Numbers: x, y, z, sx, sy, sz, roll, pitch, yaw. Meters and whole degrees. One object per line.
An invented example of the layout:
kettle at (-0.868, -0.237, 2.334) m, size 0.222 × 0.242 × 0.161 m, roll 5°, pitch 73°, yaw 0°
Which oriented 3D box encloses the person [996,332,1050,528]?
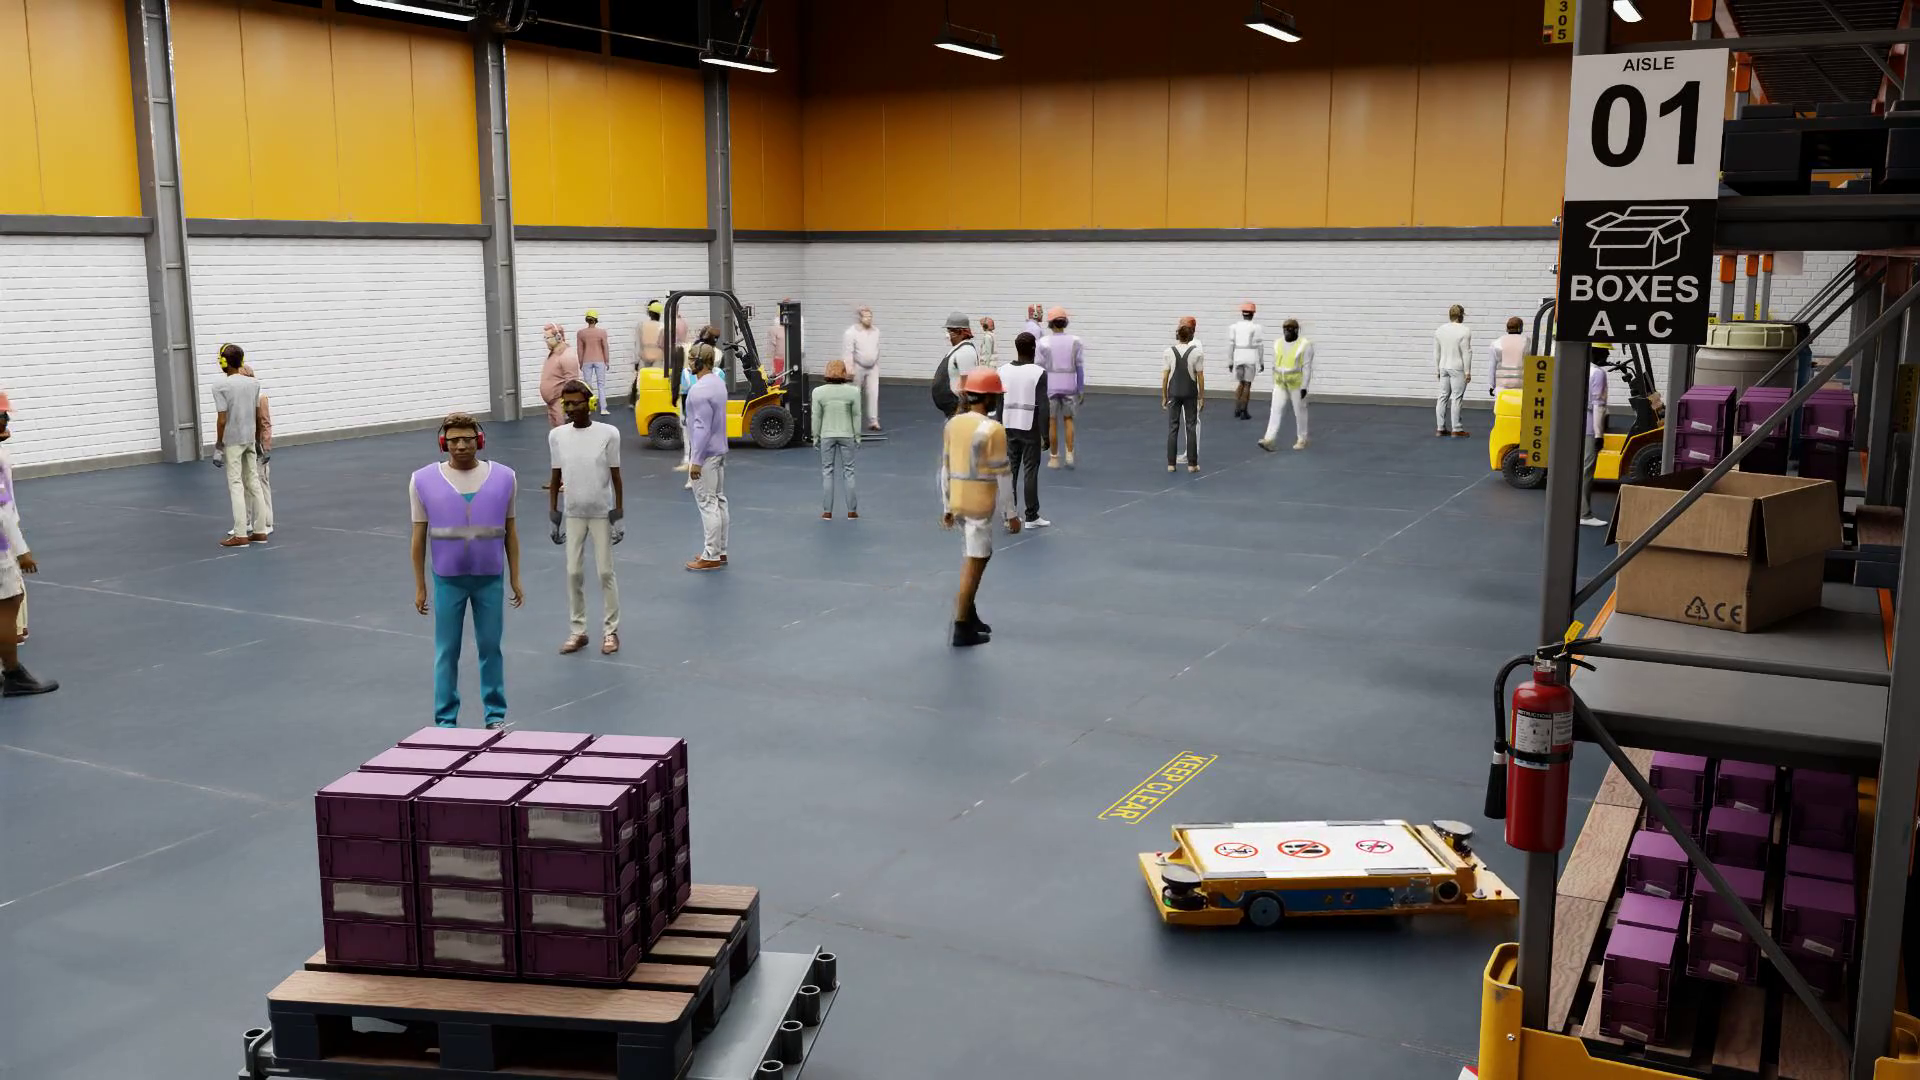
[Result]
person at (0.619, -1.073, 16.297) m, size 0.596 × 1.918 × 0.379 m, roll 7°, pitch 12°, yaw 35°

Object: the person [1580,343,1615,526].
person at (6.221, -1.104, 16.459) m, size 0.384 × 1.924 × 0.589 m, roll -1°, pitch 10°, yaw -6°

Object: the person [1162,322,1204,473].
person at (2.733, -1.742, 20.381) m, size 0.509 × 1.844 × 0.329 m, roll 3°, pitch 10°, yaw 16°

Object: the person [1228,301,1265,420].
person at (4.634, -2.898, 26.877) m, size 0.553 × 1.914 × 0.504 m, roll 7°, pitch 12°, yaw 36°

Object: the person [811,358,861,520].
person at (-1.243, -1.011, 16.762) m, size 0.501 × 1.633 × 0.281 m, roll -1°, pitch 10°, yaw -3°

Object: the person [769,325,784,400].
person at (-2.998, -3.096, 28.570) m, size 0.618 × 1.737 × 0.328 m, roll -5°, pitch 11°, yaw -27°

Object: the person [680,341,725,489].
person at (-2.920, -1.412, 18.901) m, size 0.529 × 1.695 × 0.321 m, roll 1°, pitch 10°, yaw 6°

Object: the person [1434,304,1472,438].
person at (7.203, -2.464, 24.288) m, size 0.372 × 1.940 × 0.627 m, roll -7°, pitch 12°, yaw -35°

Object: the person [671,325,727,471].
person at (-3.234, -1.742, 20.538) m, size 0.696 × 1.807 × 0.432 m, roll -4°, pitch 11°, yaw -23°

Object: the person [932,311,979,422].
person at (-0.051, -1.543, 18.662) m, size 0.536 × 2.000 × 0.672 m, roll 0°, pitch 10°, yaw -3°

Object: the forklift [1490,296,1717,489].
forklift at (7.296, -1.677, 18.993) m, size 2.313 × 2.155 × 1.214 m, roll 5°, pitch 11°, yaw 27°

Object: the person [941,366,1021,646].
person at (0.140, -0.230, 11.422) m, size 0.580 × 1.919 × 0.555 m, roll -6°, pitch 12°, yaw -33°

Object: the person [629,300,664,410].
person at (-5.343, -3.194, 28.707) m, size 0.624 × 1.890 × 1.138 m, roll 4°, pitch 11°, yaw 21°

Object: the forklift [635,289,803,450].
forklift at (-3.358, -2.392, 23.136) m, size 2.313 × 2.155 × 1.214 m, roll -1°, pitch 10°, yaw -5°

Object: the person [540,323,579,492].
person at (-4.525, -1.492, 18.767) m, size 0.401 × 1.905 × 0.643 m, roll -6°, pitch 11°, yaw -31°

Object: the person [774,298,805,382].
person at (-3.122, -3.489, 30.429) m, size 0.584 × 1.867 × 0.496 m, roll -3°, pitch 10°, yaw -18°

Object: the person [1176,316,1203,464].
person at (2.931, -1.915, 21.271) m, size 0.357 × 1.885 × 0.573 m, roll 3°, pitch 10°, yaw 19°

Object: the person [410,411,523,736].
person at (-2.682, 0.213, 9.064) m, size 0.572 × 1.843 × 0.373 m, roll -5°, pitch 11°, yaw -25°

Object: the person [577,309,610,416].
person at (-6.056, -2.932, 27.503) m, size 0.524 × 1.769 × 0.308 m, roll 0°, pitch 10°, yaw -2°

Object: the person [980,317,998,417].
person at (0.476, -2.844, 27.362) m, size 0.311 × 1.639 × 0.512 m, roll 2°, pitch 10°, yaw 10°

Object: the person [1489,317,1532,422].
person at (7.403, -2.065, 22.285) m, size 0.620 × 1.837 × 0.429 m, roll 4°, pitch 11°, yaw 24°

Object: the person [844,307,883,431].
person at (-1.516, -2.611, 25.348) m, size 0.650 × 1.877 × 0.870 m, roll -7°, pitch 12°, yaw -33°

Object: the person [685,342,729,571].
person at (-2.152, -0.704, 14.100) m, size 0.359 × 1.938 × 0.635 m, roll 1°, pitch 10°, yaw 7°

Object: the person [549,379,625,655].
person at (-2.502, -0.151, 11.163) m, size 0.518 × 1.856 × 0.332 m, roll 1°, pitch 10°, yaw 6°

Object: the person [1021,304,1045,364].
person at (1.163, -2.695, 25.723) m, size 0.407 × 1.908 × 0.641 m, roll -2°, pitch 10°, yaw -13°

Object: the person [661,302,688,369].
person at (-4.691, -2.962, 27.261) m, size 0.403 × 1.911 × 0.637 m, roll 2°, pitch 10°, yaw 9°

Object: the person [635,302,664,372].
person at (-5.126, -3.041, 27.854) m, size 0.597 × 1.866 × 1.006 m, roll 2°, pitch 10°, yaw 10°

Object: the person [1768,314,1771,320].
person at (12.499, -2.656, 25.875) m, size 0.662 × 1.783 × 0.406 m, roll -6°, pitch 12°, yaw -31°

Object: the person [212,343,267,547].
person at (-6.625, -0.869, 15.257) m, size 0.328 × 1.872 × 0.509 m, roll 5°, pitch 11°, yaw 26°

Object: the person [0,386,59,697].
person at (-5.801, 0.010, 10.019) m, size 0.463 × 1.927 × 0.581 m, roll -8°, pitch 12°, yaw -37°

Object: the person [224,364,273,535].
person at (-6.770, -0.850, 15.811) m, size 0.525 × 1.639 × 0.307 m, roll 3°, pitch 10°, yaw 18°

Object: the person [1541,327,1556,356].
person at (7.672, -1.934, 21.648) m, size 0.748 × 1.807 × 0.592 m, roll -3°, pitch 10°, yaw -17°

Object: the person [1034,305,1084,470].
person at (1.210, -1.876, 20.584) m, size 0.637 × 2.037 × 0.387 m, roll -2°, pitch 10°, yaw -10°

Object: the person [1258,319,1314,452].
person at (4.432, -2.085, 22.517) m, size 0.653 × 1.788 × 0.972 m, roll 8°, pitch 13°, yaw 39°

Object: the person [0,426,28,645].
person at (-6.594, -0.081, 11.378) m, size 0.279 × 1.633 × 0.505 m, roll -3°, pitch 10°, yaw -19°

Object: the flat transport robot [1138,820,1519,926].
flat transport robot at (1.505, 1.370, 6.917) m, size 1.431 × 0.197 × 0.652 m, roll -1°, pitch 10°, yaw -4°
